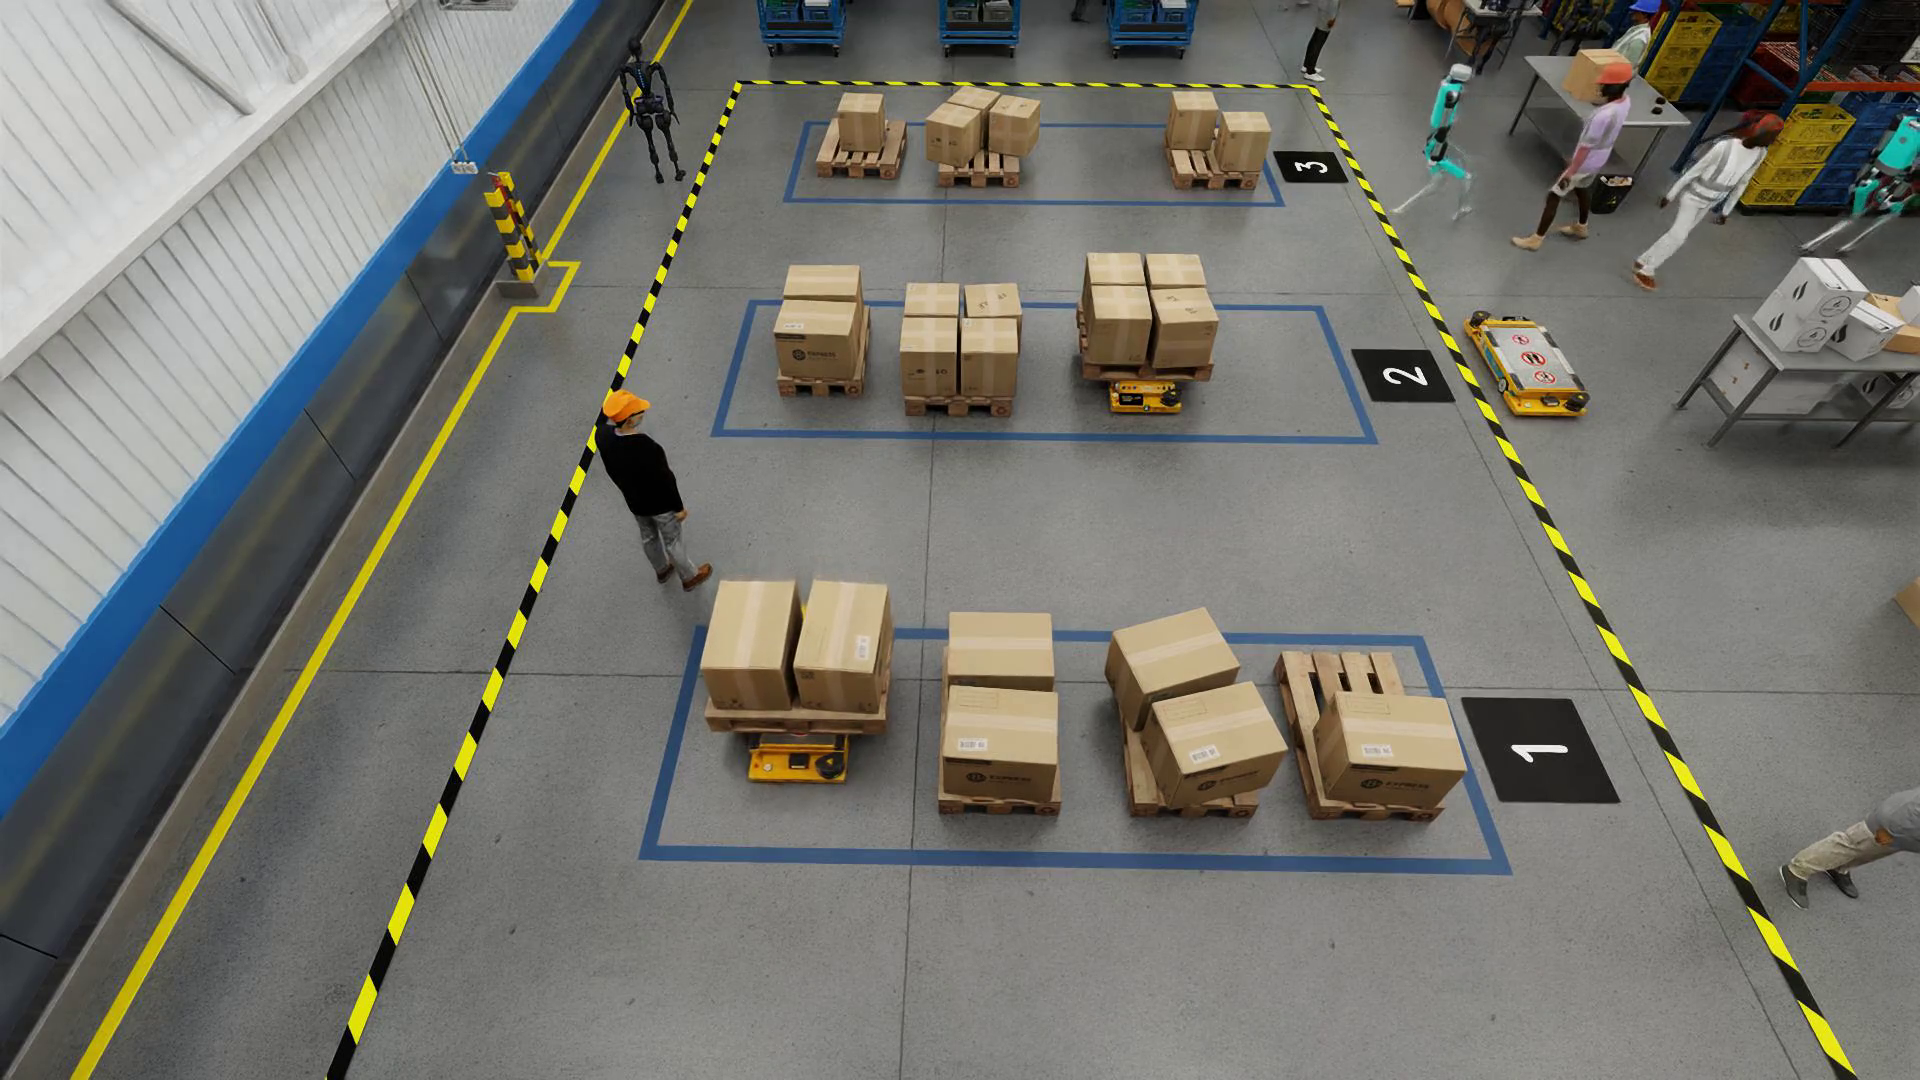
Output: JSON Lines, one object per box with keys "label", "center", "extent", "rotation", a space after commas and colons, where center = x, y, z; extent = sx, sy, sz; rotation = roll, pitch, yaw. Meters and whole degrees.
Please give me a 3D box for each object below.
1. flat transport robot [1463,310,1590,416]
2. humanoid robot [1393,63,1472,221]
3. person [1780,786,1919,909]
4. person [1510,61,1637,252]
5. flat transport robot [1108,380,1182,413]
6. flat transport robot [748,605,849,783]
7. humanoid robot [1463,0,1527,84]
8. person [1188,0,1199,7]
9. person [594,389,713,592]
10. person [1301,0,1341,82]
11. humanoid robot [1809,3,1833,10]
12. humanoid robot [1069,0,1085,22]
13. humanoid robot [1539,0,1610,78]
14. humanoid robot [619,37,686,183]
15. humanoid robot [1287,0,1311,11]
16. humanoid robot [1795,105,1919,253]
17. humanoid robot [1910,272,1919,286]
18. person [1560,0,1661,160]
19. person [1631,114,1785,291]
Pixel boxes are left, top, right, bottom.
{"label": "flat transport robot", "center": [5.573, -1.757, 9.054], "extent": [0.659, 0.231, 1.431], "rotation": [1, 49, 1]}
{"label": "humanoid robot", "center": [5.696, -4.454, 10.454], "extent": [1.015, 1.782, 0.530], "rotation": [10, 50, 8]}
{"label": "person", "center": [5.427, 1.582, 5.172], "extent": [0.563, 1.766, 0.401], "rotation": [-6, 49, -5]}
{"label": "person", "center": [6.828, -4.111, 9.953], "extent": [0.835, 2.000, 0.586], "rotation": [-32, 56, -25]}
{"label": "flat transport robot", "center": [1.773, -1.807, 9.079], "extent": [0.652, 0.197, 1.431], "rotation": [1, 49, 1]}
{"label": "flat transport robot", "center": [-1.092, 1.047, 6.609], "extent": [0.652, 0.197, 1.431], "rotation": [1, 49, 1]}
{"label": "humanoid robot", "center": [7.630, -7.390, 13.027], "extent": [0.614, 1.682, 0.483], "rotation": [19, 52, 16]}
{"label": "person", "center": [3.829, -9.651, 14.764], "extent": [0.612, 1.964, 0.361], "rotation": [-26, 54, -21]}
{"label": "person", "center": [-2.272, -0.329, 6.754], "extent": [0.586, 1.878, 0.394], "rotation": [20, 52, 17]}
{"label": "person", "center": [5.258, -7.538, 13.010], "extent": [0.361, 1.852, 0.596], "rotation": [5, 49, 4]}
{"label": "humanoid robot", "center": [12.727, -8.136, 13.634], "extent": [0.315, 1.657, 0.599], "rotation": [-25, 54, -20]}
{"label": "humanoid robot", "center": [1.962, -9.136, 14.513], "extent": [0.376, 1.640, 0.618], "rotation": [-23, 53, -19]}
{"label": "humanoid robot", "center": [8.817, -7.406, 13.031], "extent": [0.733, 1.631, 0.587], "rotation": [-36, 58, -27]}
{"label": "humanoid robot", "center": [-3.733, -5.175, 11.069], "extent": [0.599, 1.659, 0.315], "rotation": [-7, 49, -6]}
{"label": "humanoid robot", "center": [5.741, -9.498, 14.839], "extent": [0.784, 1.891, 0.530], "rotation": [-6, 49, -5]}
{"label": "humanoid robot", "center": [9.979, -3.823, 9.865], "extent": [0.956, 1.749, 0.547], "rotation": [-11, 50, -9]}
{"label": "humanoid robot", "center": [10.568, -3.352, 9.396], "extent": [0.533, 1.696, 0.727], "rotation": [4, 49, 4]}
{"label": "person", "center": [8.070, -5.683, 11.343], "extent": [0.404, 1.947, 0.604], "rotation": [20, 52, 17]}
{"label": "person", "center": [7.705, -3.477, 9.502], "extent": [0.657, 1.835, 0.612], "rotation": [-6, 49, -5]}
